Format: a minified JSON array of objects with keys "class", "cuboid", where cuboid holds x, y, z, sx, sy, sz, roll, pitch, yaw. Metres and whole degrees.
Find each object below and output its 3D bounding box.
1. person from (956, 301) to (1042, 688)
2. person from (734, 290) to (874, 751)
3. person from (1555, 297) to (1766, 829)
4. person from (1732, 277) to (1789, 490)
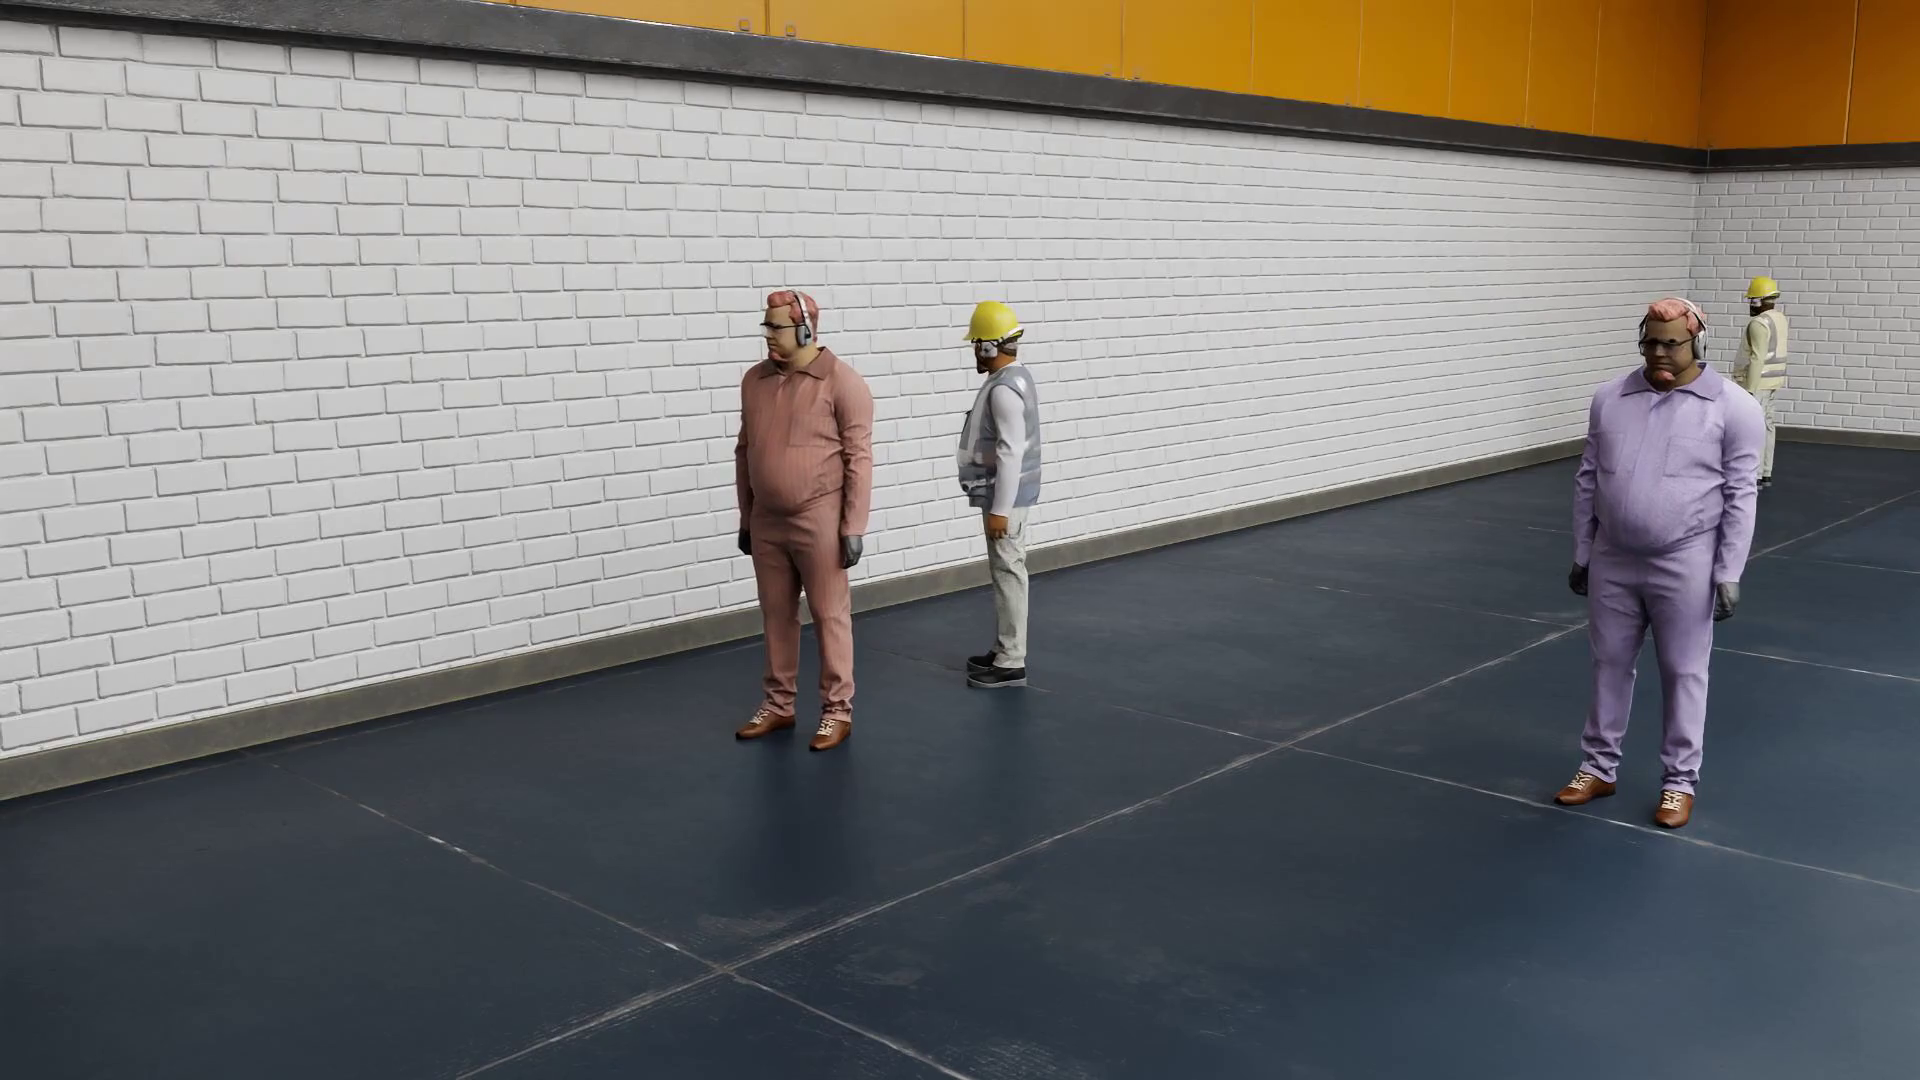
[{"class":"person","cuboid":[0.185,-0.213,7.902,0.404,1.827,0.590,1,10,4]},{"class":"person","cuboid":[-0.678,-0.077,6.909,0.644,1.905,0.400,6,12,30]},{"class":"person","cuboid":[2.511,0.079,6.026,0.639,1.904,0.407,9,14,43]},{"class":"person","cuboid":[6.896,-1.352,14.378,0.404,1.827,0.600,9,14,43]}]
